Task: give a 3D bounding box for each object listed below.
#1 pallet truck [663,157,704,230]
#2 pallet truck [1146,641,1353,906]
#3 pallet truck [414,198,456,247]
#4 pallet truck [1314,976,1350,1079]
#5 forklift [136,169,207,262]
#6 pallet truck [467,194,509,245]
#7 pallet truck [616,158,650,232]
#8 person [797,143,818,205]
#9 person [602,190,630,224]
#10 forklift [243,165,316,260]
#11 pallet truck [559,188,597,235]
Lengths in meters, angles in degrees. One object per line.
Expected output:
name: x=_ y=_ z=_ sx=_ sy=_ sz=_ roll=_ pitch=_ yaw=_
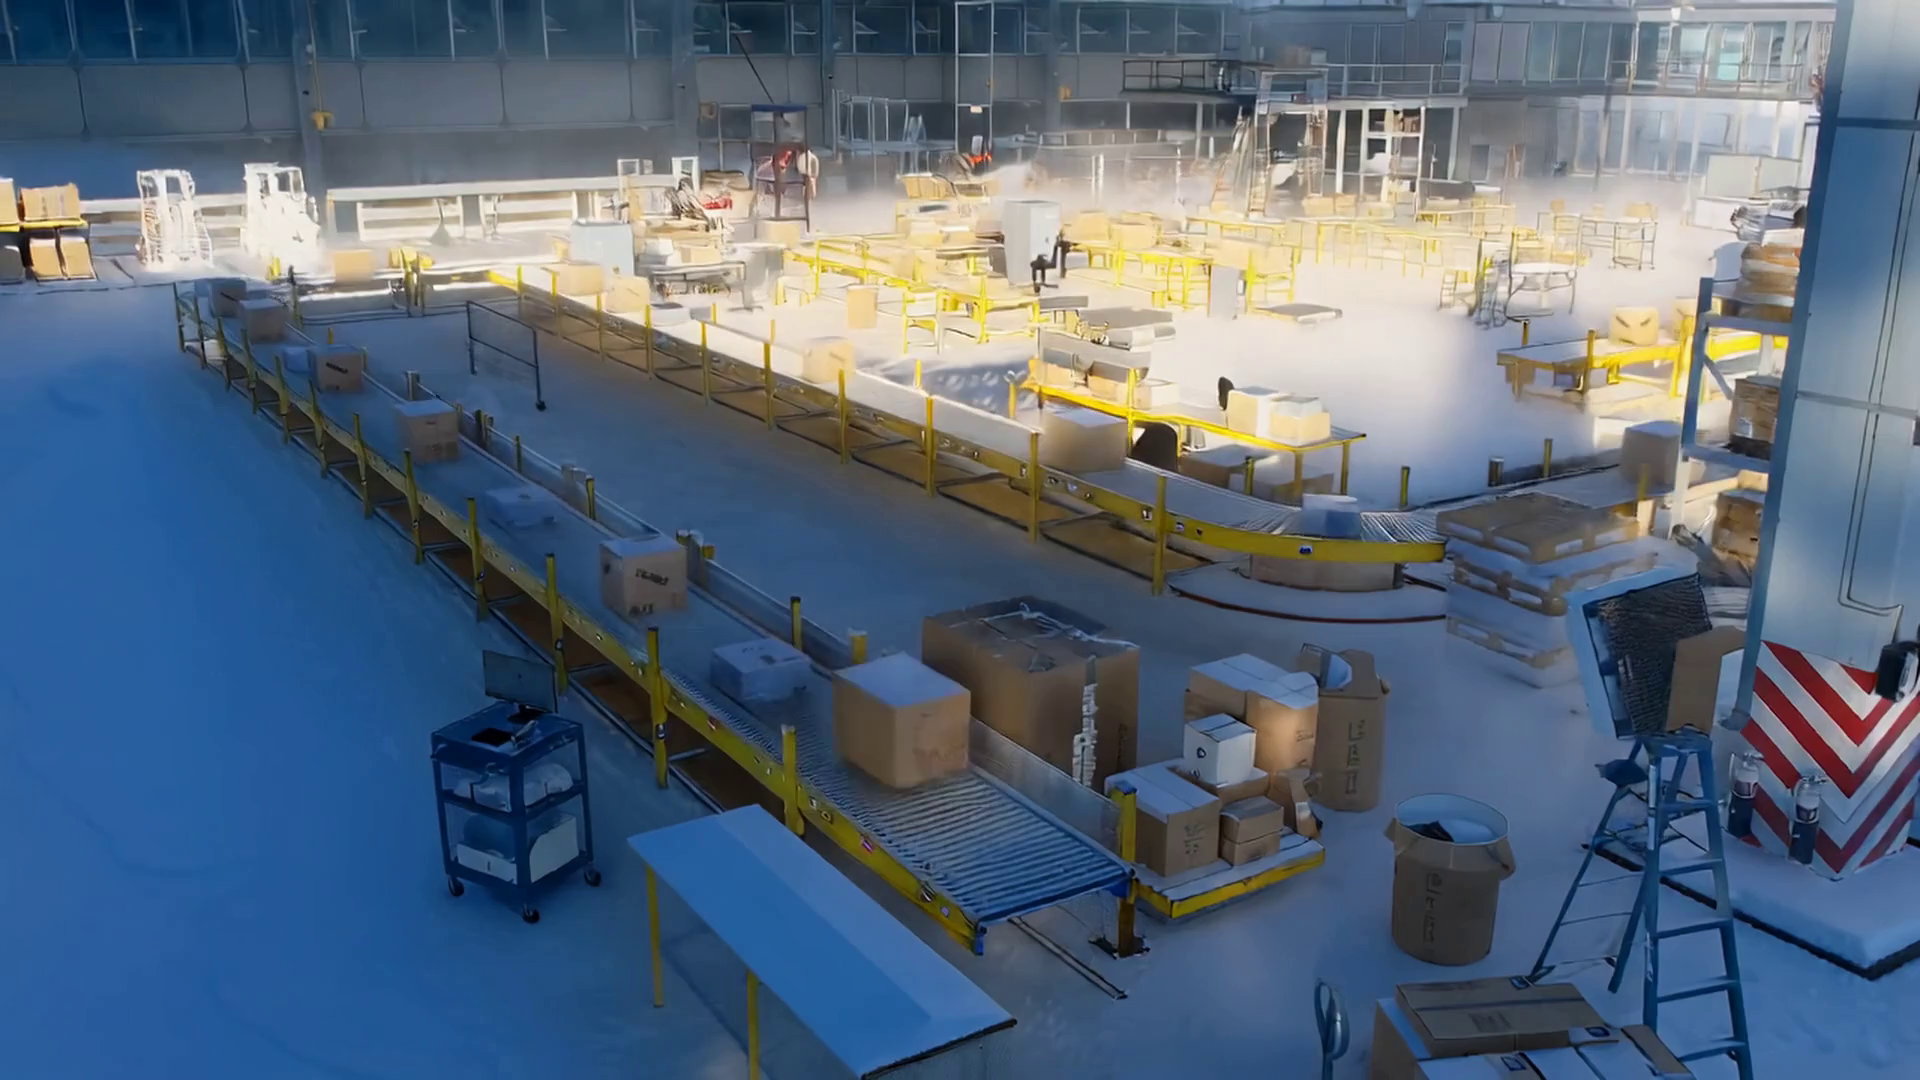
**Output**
pallet truck: x=-7.586 y=-9.308 z=44.692 sx=0.823 sy=1.965 sz=1.885 roll=-11 pitch=20 yaw=-33
pallet truck: x=1.664 y=1.407 z=10.232 sx=1.630 sy=1.274 sz=0.653 roll=-10 pitch=20 yaw=-31
pallet truck: x=-13.250 y=-8.060 z=41.856 sx=0.680 sy=1.201 sz=1.601 roll=-10 pitch=20 yaw=-31
pallet truck: x=2.299 y=2.390 z=7.086 sx=1.601 sy=1.201 sz=0.680 roll=-2 pitch=17 yaw=-7
forklift: x=-17.842 y=-7.318 z=37.559 sx=1.157 sy=1.987 sz=2.680 roll=-10 pitch=20 yaw=-31
pallet truck: x=-11.983 y=-8.177 z=42.137 sx=0.704 sy=1.261 sz=1.522 roll=-11 pitch=20 yaw=-33
pallet truck: x=-8.918 y=-9.176 z=44.255 sx=0.823 sy=1.965 sz=1.885 roll=-9 pitch=19 yaw=-27
person: x=-4.730 y=-11.393 z=51.786 sx=0.638 sy=1.909 sz=0.407 roll=-2 pitch=17 yaw=-6
person: x=-6.985 y=-6.120 z=34.008 sx=0.614 sy=2.040 sz=0.391 roll=-13 pitch=21 yaw=-37
forklift: x=-15.898 y=-7.669 z=38.708 sx=1.157 sy=1.987 sz=2.680 roll=-11 pitch=20 yaw=-33
pallet truck: x=-10.010 y=-8.652 z=43.699 sx=0.653 sy=1.274 sz=1.630 roll=-10 pitch=20 yaw=-31
